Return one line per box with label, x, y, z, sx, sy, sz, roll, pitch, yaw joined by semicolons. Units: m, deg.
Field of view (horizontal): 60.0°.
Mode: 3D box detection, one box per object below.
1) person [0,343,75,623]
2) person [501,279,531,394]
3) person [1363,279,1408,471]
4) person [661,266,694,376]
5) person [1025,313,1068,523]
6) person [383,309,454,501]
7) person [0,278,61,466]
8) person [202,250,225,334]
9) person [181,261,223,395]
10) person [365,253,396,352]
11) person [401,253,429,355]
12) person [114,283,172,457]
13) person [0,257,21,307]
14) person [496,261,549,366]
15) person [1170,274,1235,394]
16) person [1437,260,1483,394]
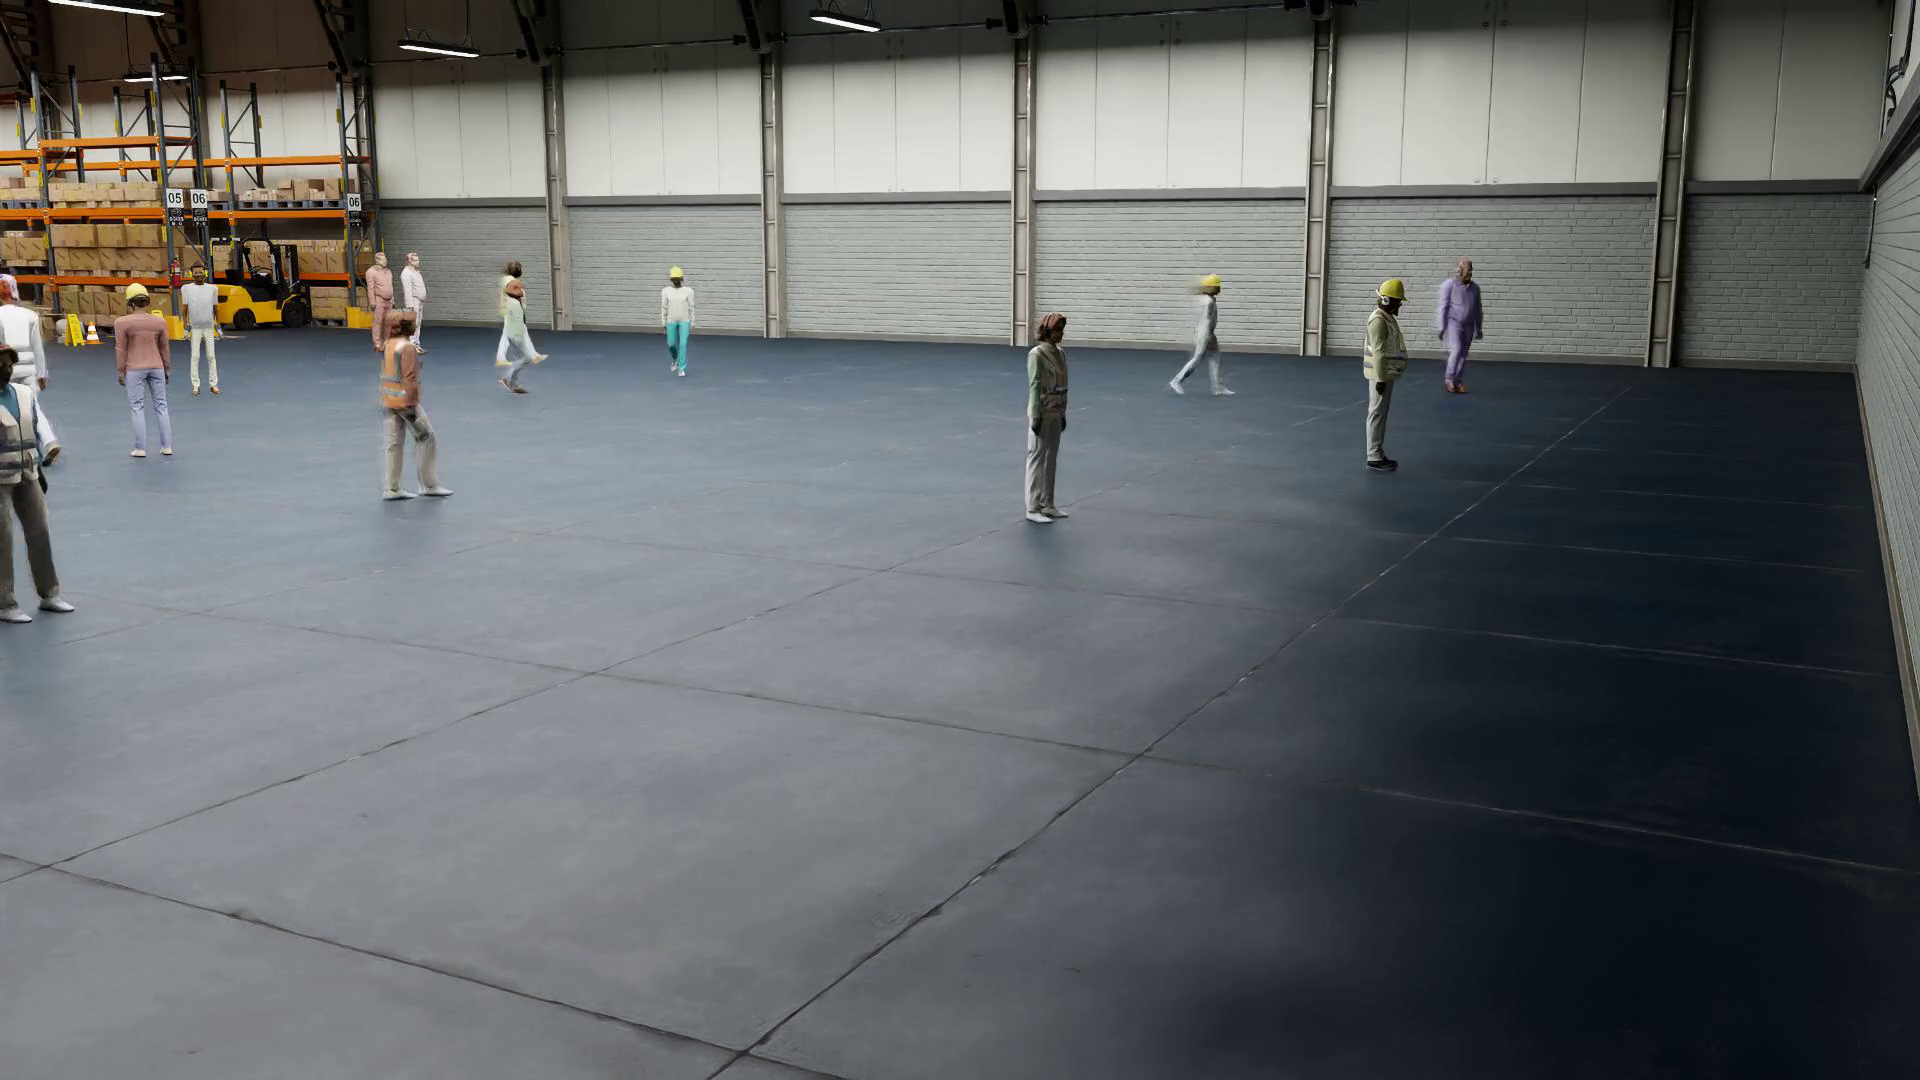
person;-5.529;-0.331;9.670;0.356;1.631;0.550;3;11;16
person;-6.256;-2.861;23.483;0.371;1.619;0.525;-4;11;-22
person;4.079;-1.582;15.966;0.403;1.823;0.588;4;11;20
person;-4.501;-3.495;26.598;0.525;1.755;0.467;-1;10;-5
person;0.686;-0.959;13.075;0.310;1.636;0.523;6;12;28
person;-4.617;-1.148;14.132;0.650;1.612;0.547;-8;13;-37
person;-9.169;-1.624;16.170;0.931;1.841;0.649;7;13;34
person;-17.286;-5.658;37.950;1.030;1.925;0.599;6;12;28
person;-10.701;-2.988;23.502;0.521;1.873;0.328;-6;12;-31
person;-11.183;-4.604;32.235;0.406;1.903;0.639;4;11;23
person;-10.282;-4.456;31.407;0.407;1.906;0.655;0;10;-2
person;-8.297;-1.721;16.908;0.350;1.756;0.518;9;14;42
person;-14.828;-3.445;25.622;0.614;2.017;0.936;-10;14;-42
person;-7.610;-3.898;28.682;0.950;1.790;0.658;-4;11;-19
person;3.414;-2.885;23.403;0.866;1.707;0.481;2;11;11
person;7.119;-3.011;23.560;0.679;1.890;0.462;-4;11;-21
